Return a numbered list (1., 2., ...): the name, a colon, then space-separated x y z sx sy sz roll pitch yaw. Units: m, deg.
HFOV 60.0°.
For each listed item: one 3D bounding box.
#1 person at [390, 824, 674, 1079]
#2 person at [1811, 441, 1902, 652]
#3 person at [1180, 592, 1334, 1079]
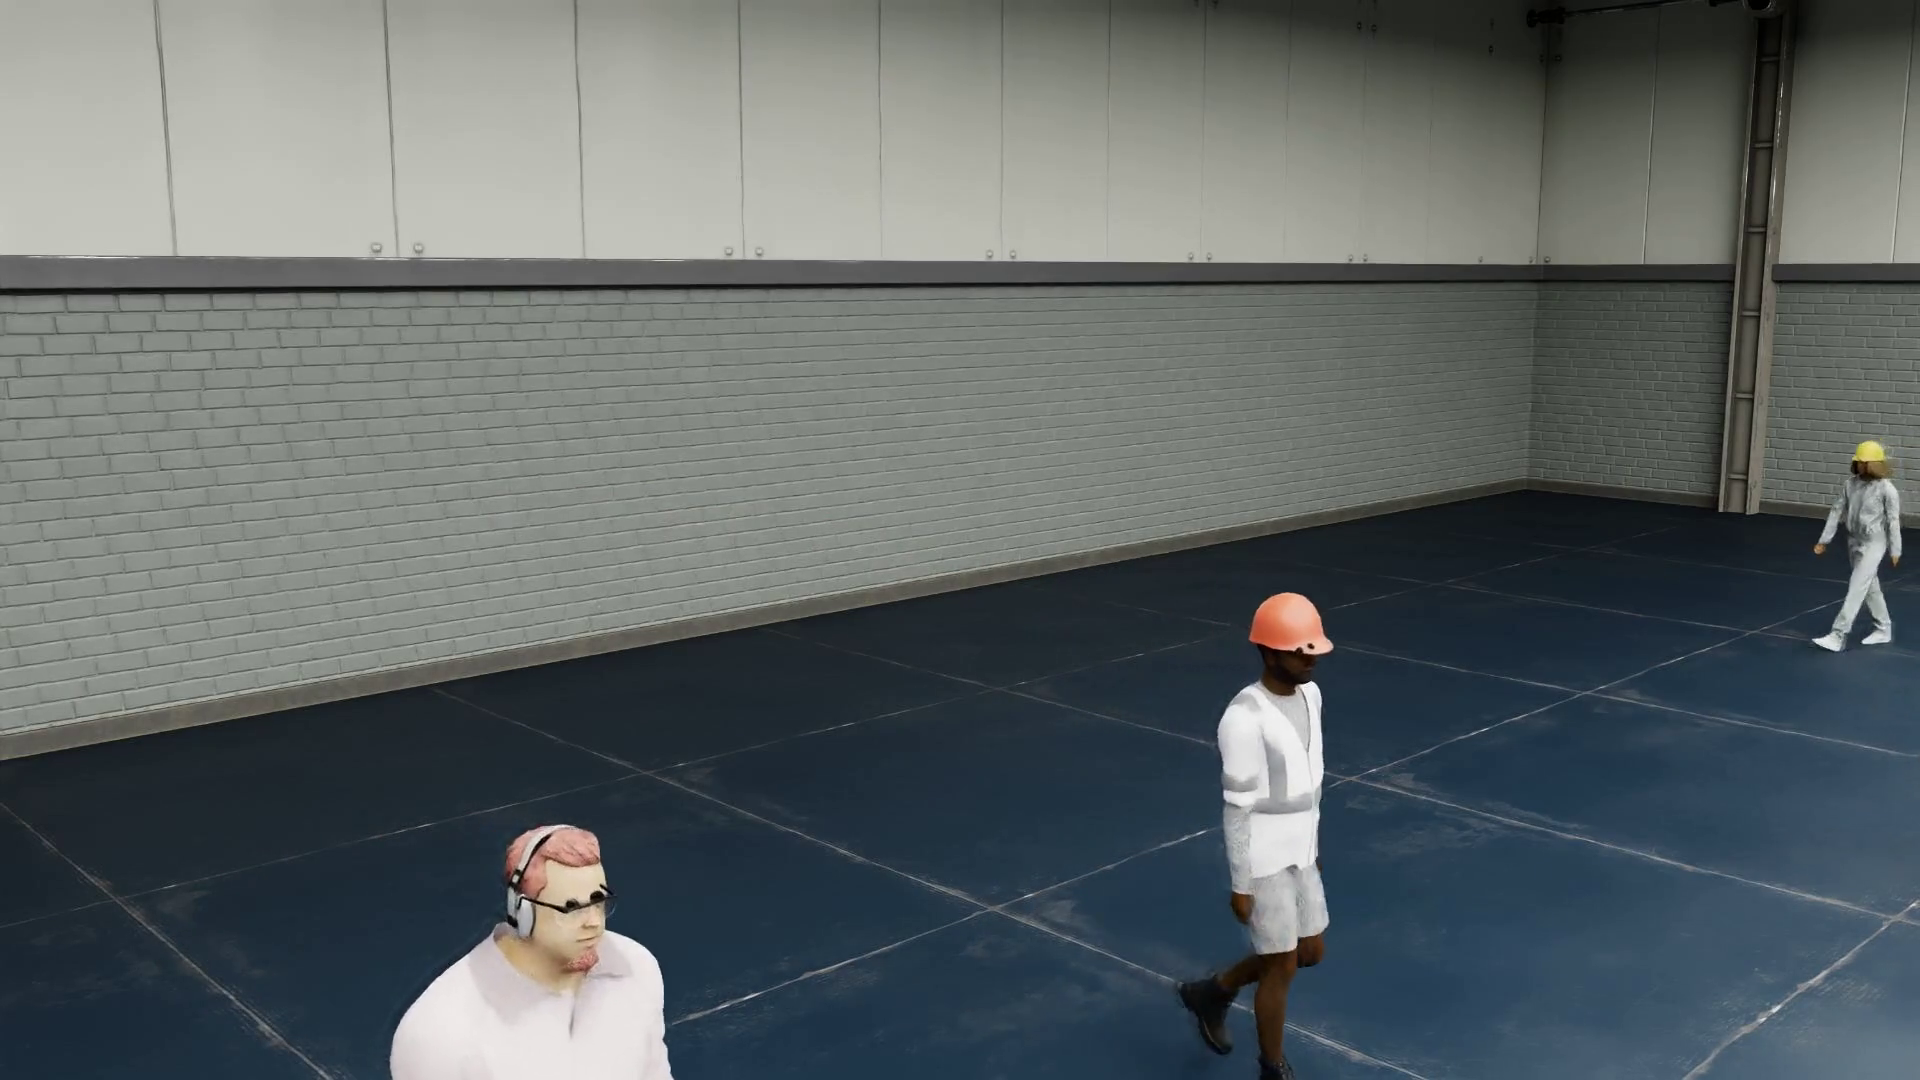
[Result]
1. person: -0.901 1.518 3.619 0.545 1.886 0.660 9 13 43
2. person: 7.243 0.050 13.352 0.929 1.690 0.492 -3 10 -16
3. person: 1.096 1.115 6.028 0.601 1.917 0.556 8 12 40
